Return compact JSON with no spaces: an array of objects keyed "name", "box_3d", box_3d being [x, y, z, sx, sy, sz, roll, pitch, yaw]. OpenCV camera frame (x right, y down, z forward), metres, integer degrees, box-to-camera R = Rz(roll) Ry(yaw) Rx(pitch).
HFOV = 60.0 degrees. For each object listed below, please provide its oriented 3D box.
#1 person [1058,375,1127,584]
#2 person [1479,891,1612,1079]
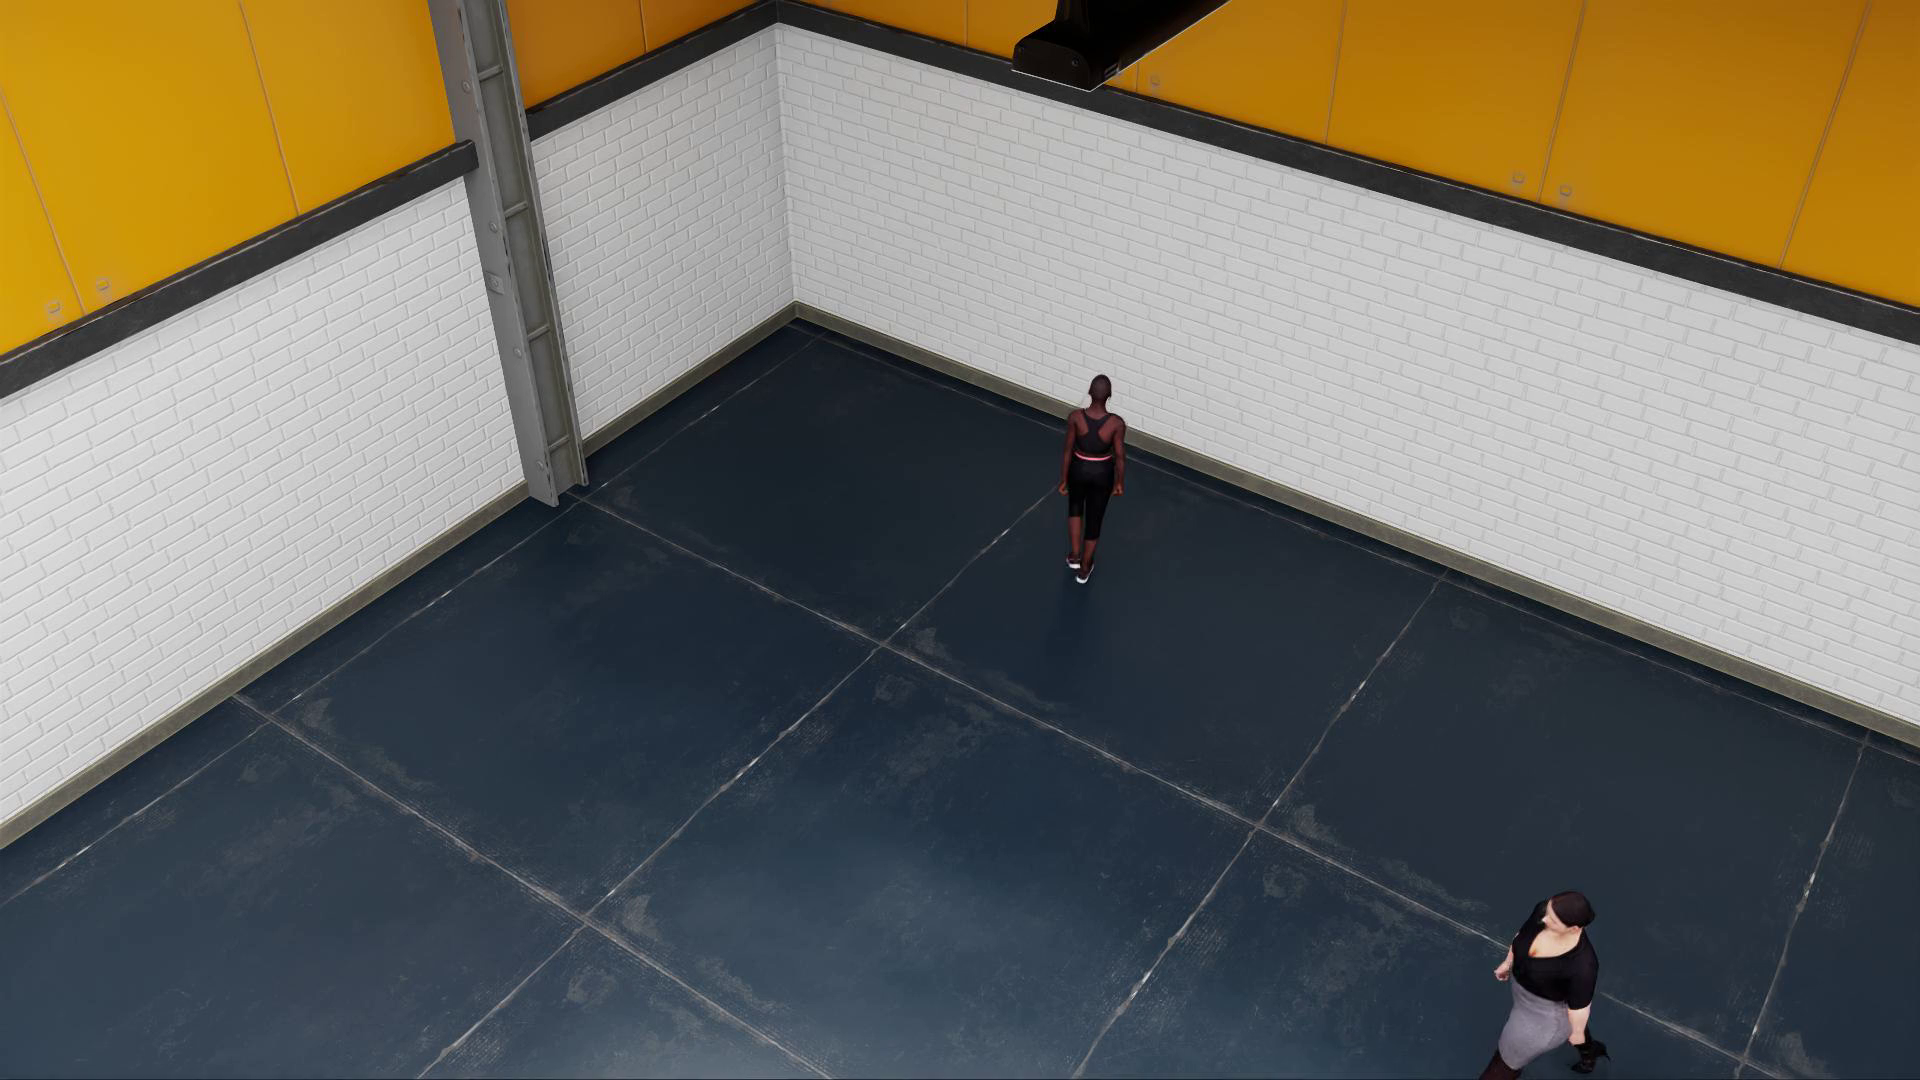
[{"name":"person","box_3d":[0.922,-0.389,11.965,0.709,1.748,0.712,9,40,11]},{"name":"person","box_3d":[3.091,2.359,8.549,1.173,1.718,1.152,-4,39,-5]}]
